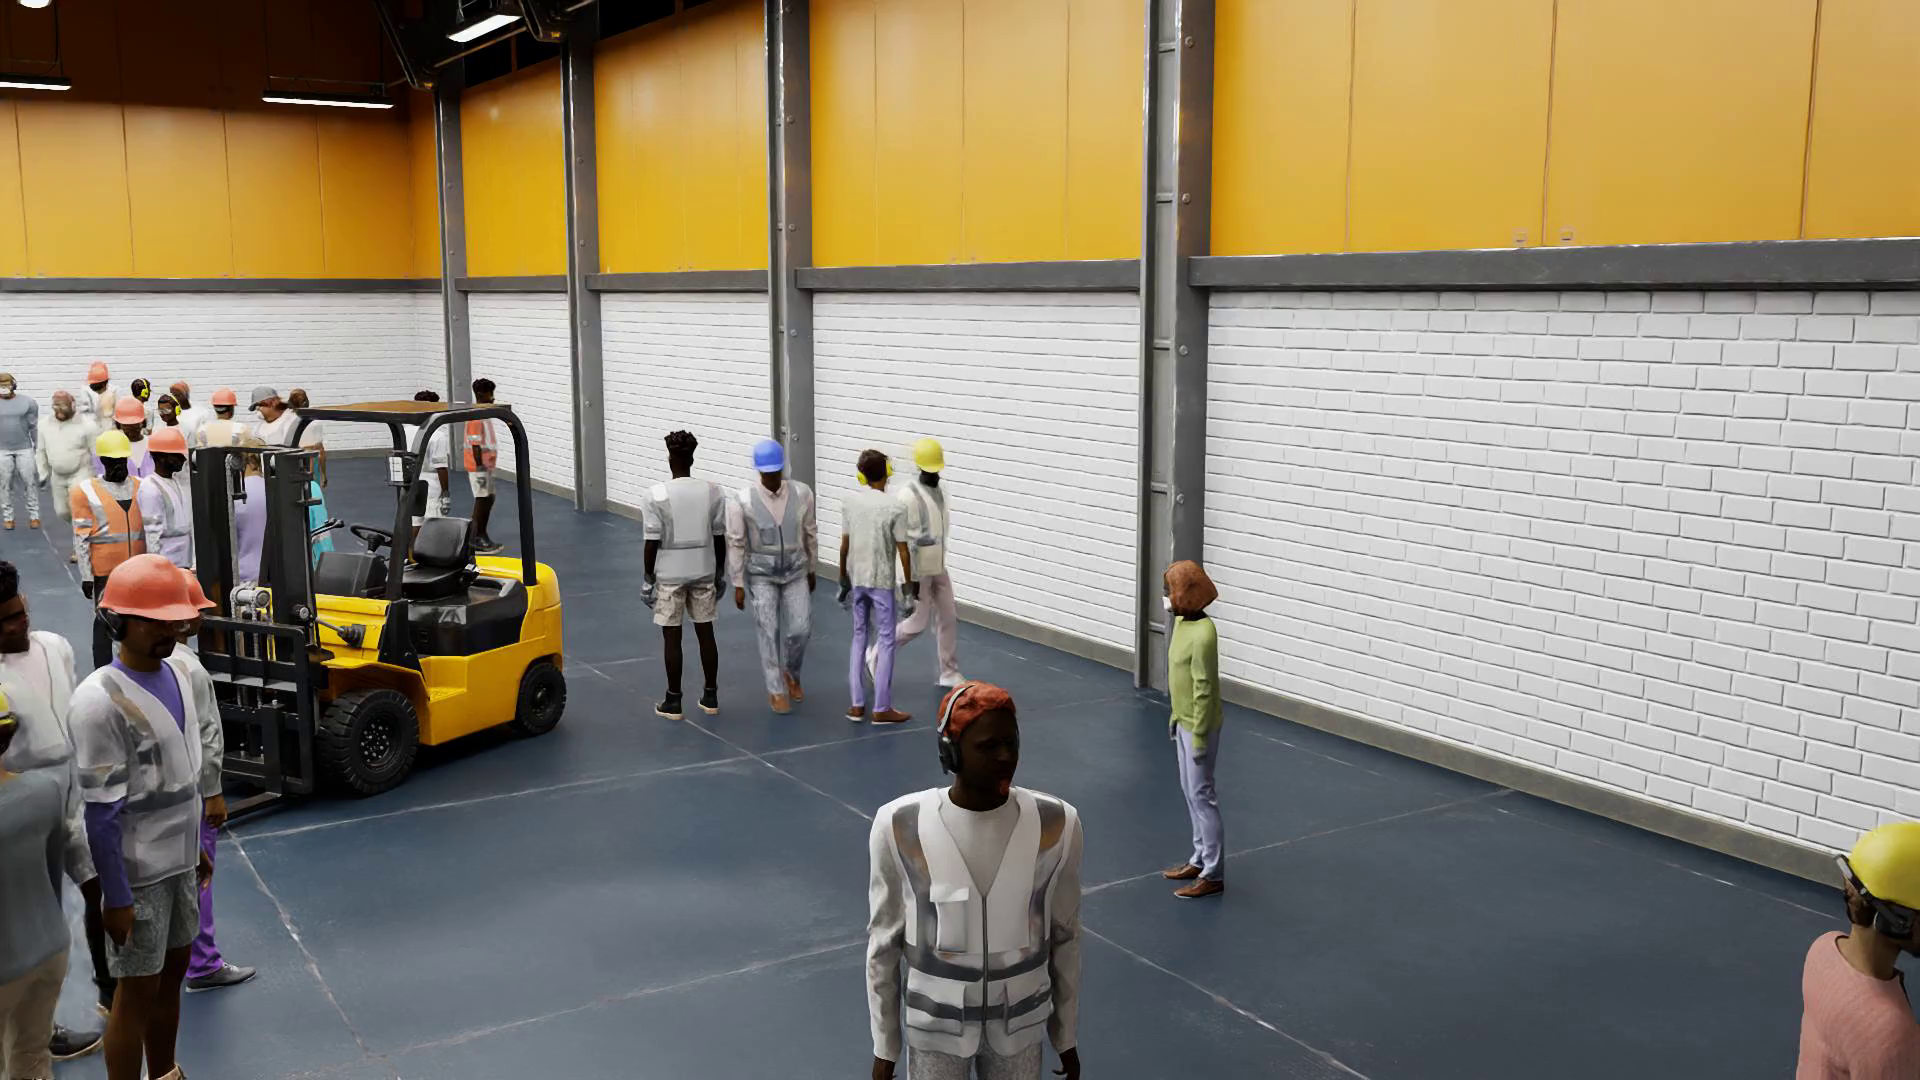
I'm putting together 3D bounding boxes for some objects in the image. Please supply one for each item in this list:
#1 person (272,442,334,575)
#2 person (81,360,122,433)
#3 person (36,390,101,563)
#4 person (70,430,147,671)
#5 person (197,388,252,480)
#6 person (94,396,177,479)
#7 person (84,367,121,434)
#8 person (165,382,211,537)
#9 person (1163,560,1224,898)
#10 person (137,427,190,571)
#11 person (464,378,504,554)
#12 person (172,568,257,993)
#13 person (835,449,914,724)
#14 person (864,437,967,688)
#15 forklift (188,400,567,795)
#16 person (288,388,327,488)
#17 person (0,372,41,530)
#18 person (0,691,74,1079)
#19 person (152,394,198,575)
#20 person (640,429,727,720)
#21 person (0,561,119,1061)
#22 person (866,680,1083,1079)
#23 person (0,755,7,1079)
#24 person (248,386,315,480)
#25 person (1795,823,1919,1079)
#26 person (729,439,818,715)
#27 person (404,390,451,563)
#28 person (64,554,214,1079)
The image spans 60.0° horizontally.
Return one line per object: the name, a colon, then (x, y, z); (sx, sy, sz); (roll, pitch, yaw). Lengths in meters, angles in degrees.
person: (-4.650, 0.220, 11.822); (0.392, 1.834, 0.562); (-1, 8, -5)
person: (-12.901, -1.768, 25.022); (0.556, 1.904, 0.885); (-5, 10, -29)
person: (-9.554, -0.712, 18.003); (0.667, 1.864, 0.698); (0, 8, 3)
person: (-5.905, 0.190, 11.706); (0.366, 1.927, 0.585); (6, 10, 33)
person: (-7.367, -0.559, 16.775); (0.552, 1.933, 0.403); (0, 8, -2)
person: (-6.873, -0.192, 13.945); (0.619, 2.029, 0.410); (-6, 10, -34)
person: (-11.314, -1.341, 22.109); (0.519, 1.911, 0.618); (-5, 10, -31)
person: (-9.136, -0.943, 19.666); (0.591, 1.826, 0.995); (1, 8, 6)
person: (1.112, 0.900, 7.959); (0.308, 1.624, 0.491); (-1, 8, -3)
person: (-5.657, 0.154, 11.940); (0.388, 1.930, 0.544); (-1, 8, -6)
person: (-5.290, -0.820, 18.432); (0.380, 1.951, 0.618); (-1, 8, -7)
person: (-3.216, 0.987, 6.909); (0.563, 1.753, 0.327); (6, 11, 37)
person: (-0.577, 0.323, 11.075); (0.591, 1.849, 0.365); (4, 10, 28)
person: (-0.314, 0.178, 11.971); (0.718, 1.879, 0.614); (5, 10, 30)
forklift: (-3.529, 0.258, 10.348); (1.214, 2.155, 2.313); (4, 9, 25)
person: (-7.199, -0.734, 18.203); (0.509, 1.844, 0.329); (-1, 8, -5)
person: (-11.552, -1.079, 20.275); (0.636, 1.928, 0.380); (-4, 9, -27)
person: (-2.839, 1.273, 4.994); (0.477, 1.751, 0.528); (2, 9, 13)
person: (-8.014, -0.565, 17.029); (0.512, 1.861, 0.325); (1, 8, 4)
person: (-1.874, 0.232, 11.289); (0.617, 1.964, 0.361); (-5, 10, -31)
person: (-3.397, 1.005, 6.231); (0.491, 1.925, 0.695); (1, 9, 8)
person: (0.042, 1.298, 4.382); (0.574, 1.884, 0.356); (-1, 9, -8)
person: (-3.340, 1.134, 5.316); (0.605, 1.939, 0.415); (1, 9, 7)
person: (-6.700, -0.563, 16.395); (0.750, 2.000, 0.580); (3, 9, 20)
person: (1.994, 1.467, 3.681); (0.344, 1.756, 0.532); (2, 9, 13)
person: (-1.246, 0.259, 11.277); (0.638, 1.912, 0.525); (-3, 9, -20)
person: (-5.156, -0.472, 16.079); (0.599, 1.958, 0.380); (5, 10, 28)
person: (-2.645, 1.053, 5.503); (0.382, 2.039, 0.615); (0, 8, 0)
